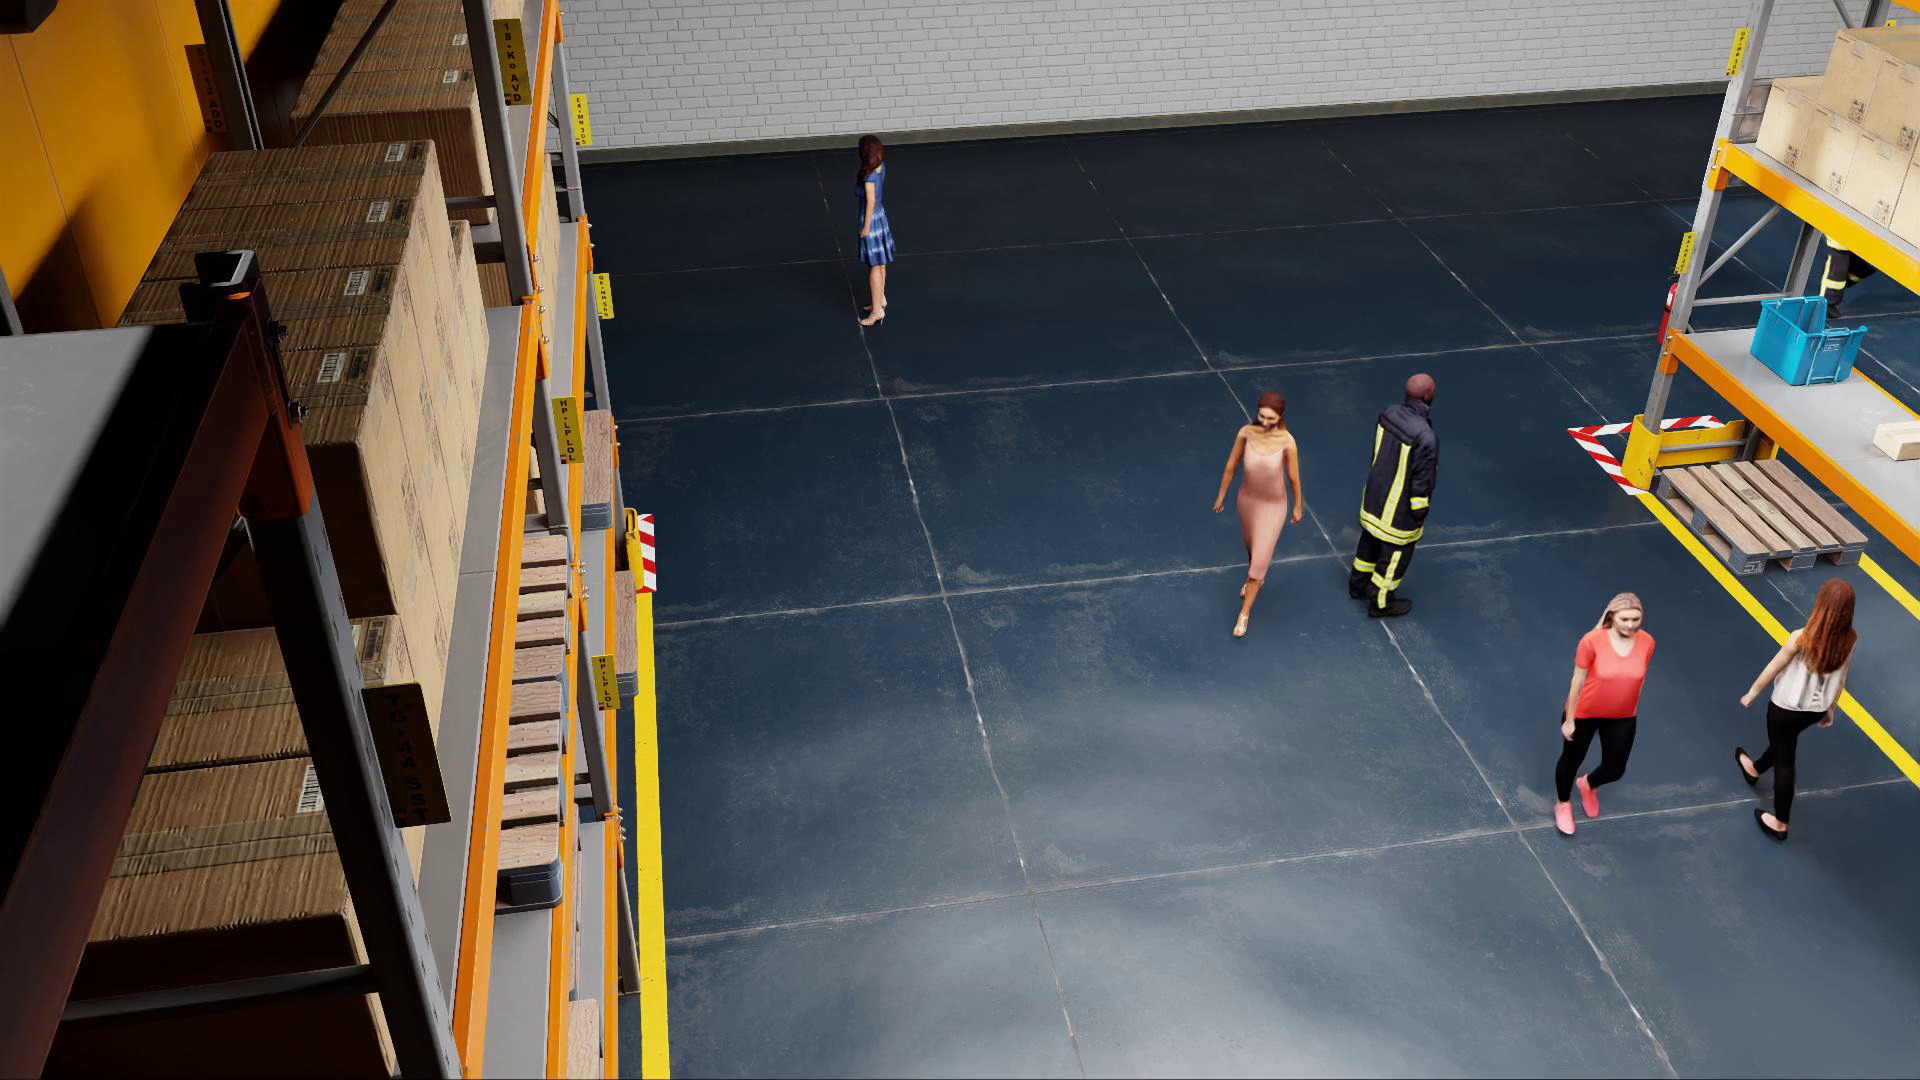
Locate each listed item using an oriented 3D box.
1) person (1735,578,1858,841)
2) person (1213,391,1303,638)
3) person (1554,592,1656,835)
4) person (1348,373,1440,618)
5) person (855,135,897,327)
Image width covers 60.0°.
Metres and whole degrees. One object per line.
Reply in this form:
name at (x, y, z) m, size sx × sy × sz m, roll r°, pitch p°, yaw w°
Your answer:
person at (4.882, 1.023, 9.586) m, size 0.598 × 1.693 × 0.933 m, roll -6°, pitch 34°, yaw -9°
person at (2.111, -0.273, 11.449) m, size 1.066 × 1.789 × 1.151 m, roll 20°, pitch 38°, yaw 27°
person at (3.692, 0.964, 9.683) m, size 0.660 × 1.683 × 0.713 m, roll 3°, pitch 34°, yaw 4°
person at (3.020, -0.325, 11.503) m, size 0.854 × 1.816 × 0.671 m, roll -12°, pitch 35°, yaw -17°
person at (-0.816, -2.859, 15.323) m, size 0.785 × 1.806 × 0.604 m, roll 3°, pitch 34°, yaw 5°
